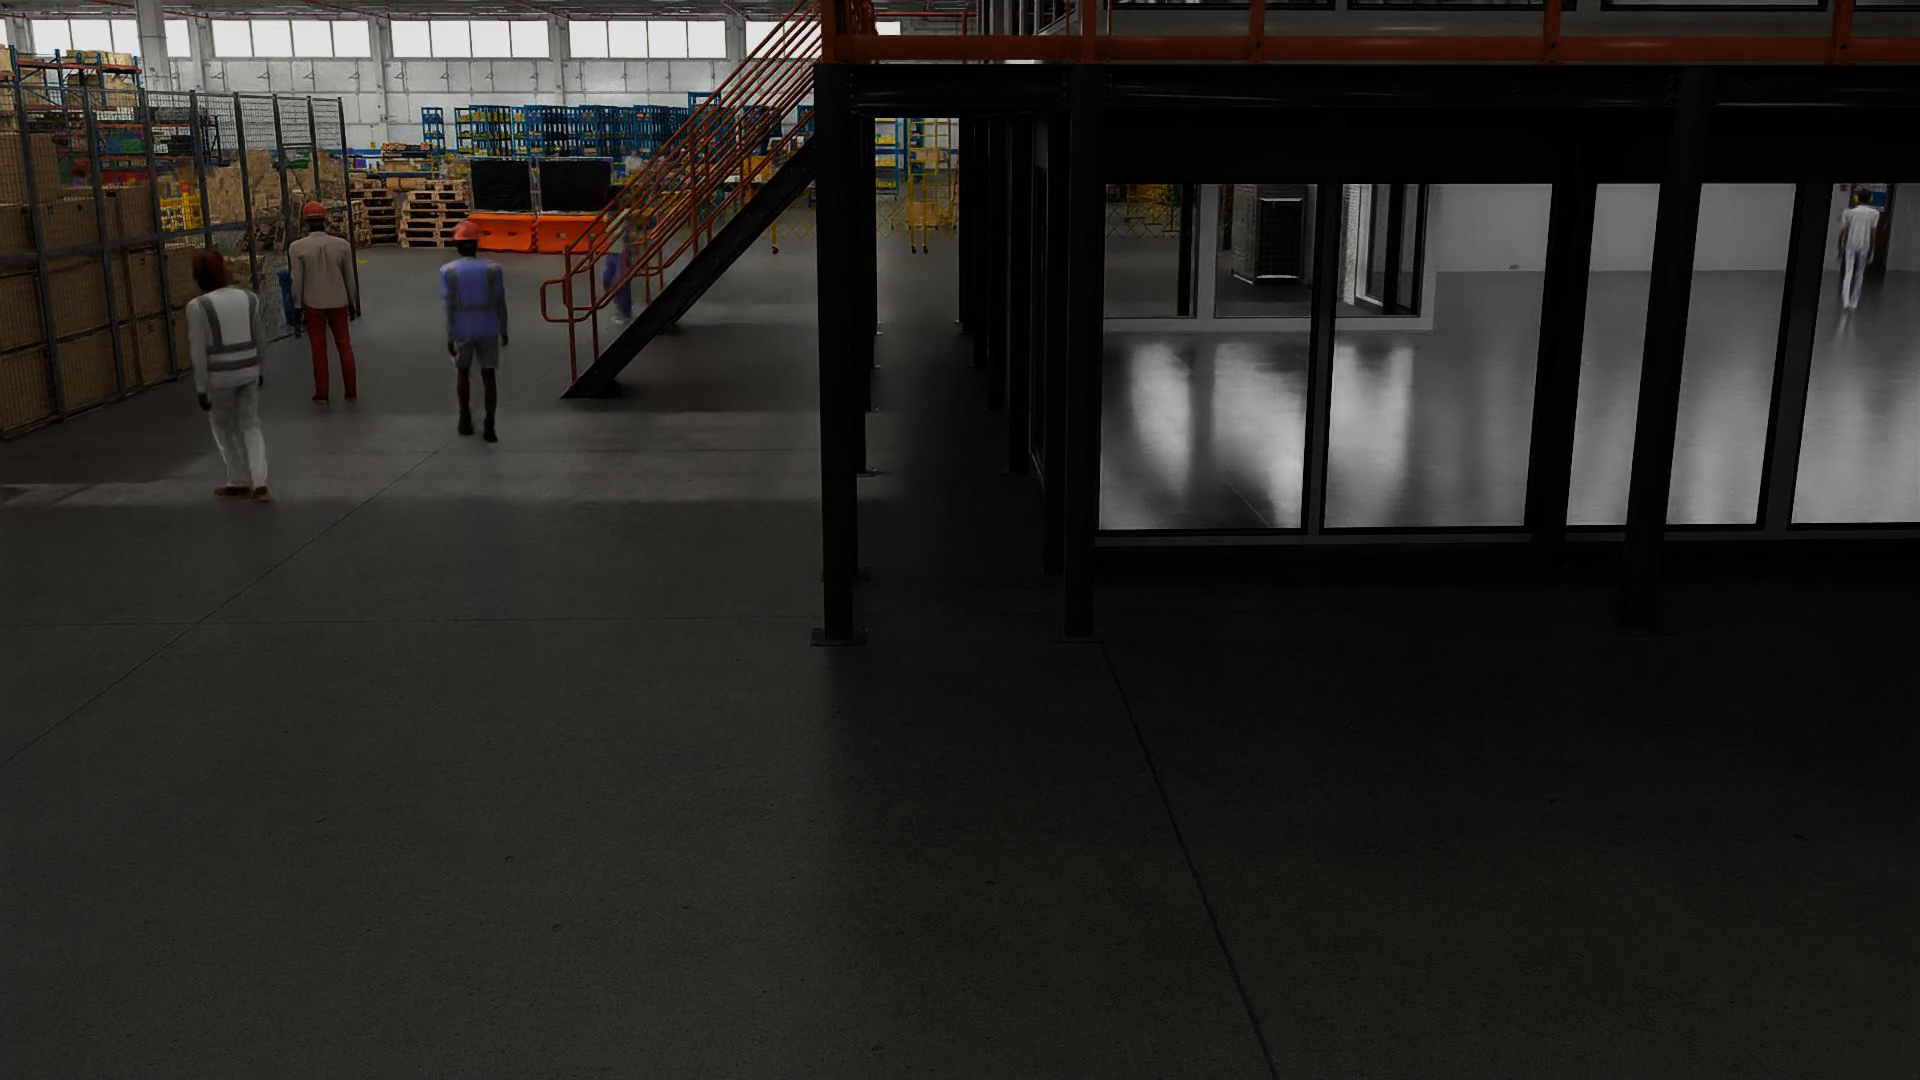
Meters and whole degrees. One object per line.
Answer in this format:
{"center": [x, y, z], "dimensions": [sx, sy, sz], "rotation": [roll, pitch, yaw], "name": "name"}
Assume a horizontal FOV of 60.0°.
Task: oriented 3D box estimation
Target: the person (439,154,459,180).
{"center": [-16.769, -11.776, 54.636], "dimensions": [0.597, 1.790, 0.941], "rotation": [-1, 14, -2], "name": "person"}

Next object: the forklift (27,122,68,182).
{"center": [-35.376, -14.773, 64.377], "dimensions": [1.129, 2.768, 1.873], "rotation": [-1, 14, -2], "name": "forklift"}

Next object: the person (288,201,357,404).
{"center": [-6.319, -2.350, 16.525], "dimensions": [0.613, 1.991, 0.392], "rotation": [-10, 17, -34], "name": "person"}

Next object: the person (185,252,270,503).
{"center": [-5.297, -1.169, 12.092], "dimensions": [0.576, 1.842, 0.636], "rotation": [10, 17, 35], "name": "person"}

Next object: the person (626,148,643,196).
{"center": [-12.195, -13.740, 62.349], "dimensions": [0.668, 1.861, 0.912], "rotation": [-8, 16, -28], "name": "person"}

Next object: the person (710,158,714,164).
{"center": [-12.666, -19.512, 85.152], "dimensions": [0.760, 1.962, 0.631], "rotation": [-6, 15, -23], "name": "person"}

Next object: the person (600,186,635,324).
{"center": [-4.775, -3.965, 23.174], "dimensions": [0.600, 1.904, 0.455], "rotation": [11, 18, 37], "name": "person"}

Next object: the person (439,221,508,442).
{"center": [-4.290, -1.848, 14.713], "dimensions": [0.571, 1.901, 0.889], "rotation": [-5, 15, -20], "name": "person"}

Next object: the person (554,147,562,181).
{"center": [-17.748, -16.488, 73.504], "dimensions": [0.427, 1.751, 0.551], "rotation": [1, 14, 5], "name": "person"}

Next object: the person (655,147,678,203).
{"center": [-10.373, -12.848, 58.478], "dimensions": [0.987, 2.007, 0.621], "rotation": [-5, 15, -19], "name": "person"}

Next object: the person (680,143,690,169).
{"center": [-13.866, -19.223, 84.286], "dimensions": [0.589, 1.834, 0.403], "rotation": [-5, 15, -20], "name": "person"}

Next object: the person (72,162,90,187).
{"center": [-20.172, -7.718, 38.175], "dimensions": [0.783, 1.901, 0.550], "rotation": [-1, 14, -3], "name": "person"}
